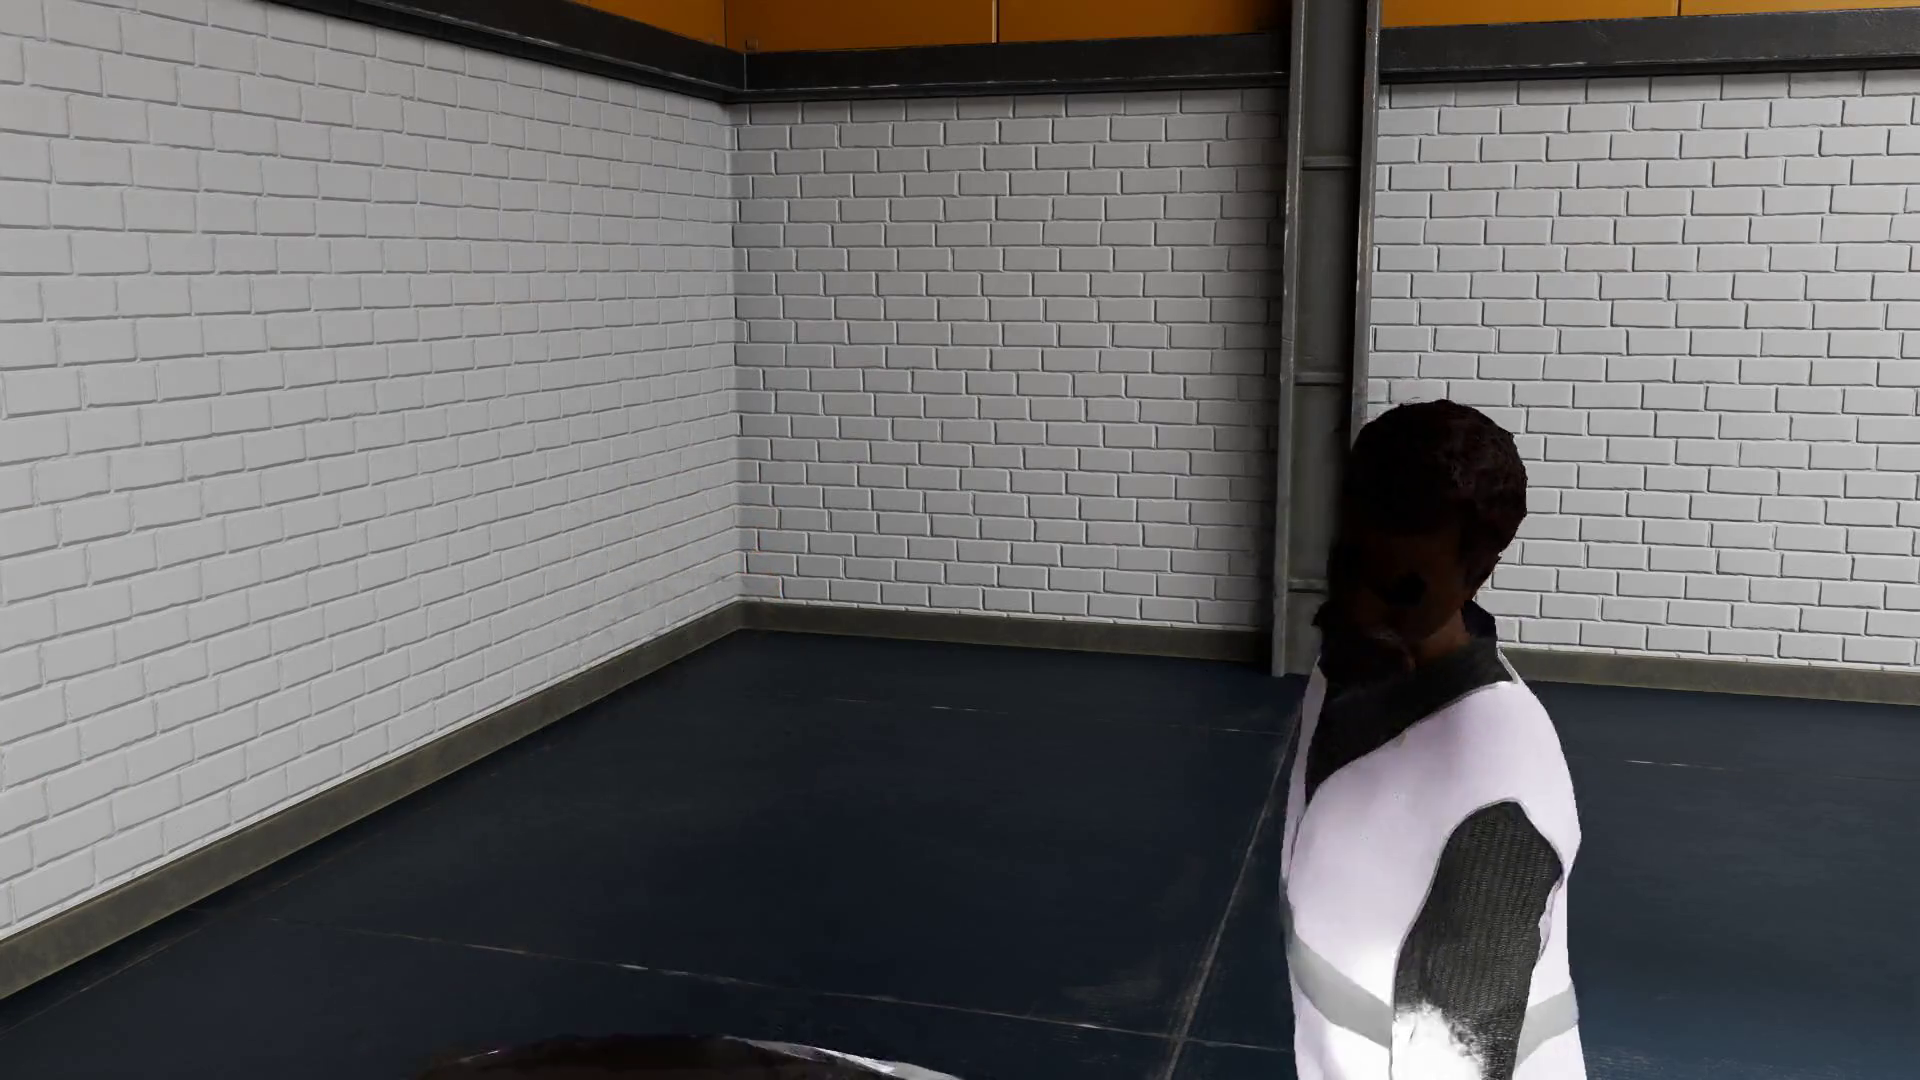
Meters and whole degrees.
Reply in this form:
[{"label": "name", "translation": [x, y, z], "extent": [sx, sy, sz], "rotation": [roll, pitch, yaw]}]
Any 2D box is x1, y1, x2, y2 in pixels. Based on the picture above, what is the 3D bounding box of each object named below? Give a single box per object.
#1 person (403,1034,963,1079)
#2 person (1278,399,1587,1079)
[{"label": "person", "translation": [-0.215, 0.926, 1.109], "extent": [0.590, 1.854, 0.818], "rotation": [-1, 9, -8]}, {"label": "person", "translation": [0.565, 0.767, 2.004], "extent": [0.366, 1.881, 0.695], "rotation": [1, 9, 5]}]
